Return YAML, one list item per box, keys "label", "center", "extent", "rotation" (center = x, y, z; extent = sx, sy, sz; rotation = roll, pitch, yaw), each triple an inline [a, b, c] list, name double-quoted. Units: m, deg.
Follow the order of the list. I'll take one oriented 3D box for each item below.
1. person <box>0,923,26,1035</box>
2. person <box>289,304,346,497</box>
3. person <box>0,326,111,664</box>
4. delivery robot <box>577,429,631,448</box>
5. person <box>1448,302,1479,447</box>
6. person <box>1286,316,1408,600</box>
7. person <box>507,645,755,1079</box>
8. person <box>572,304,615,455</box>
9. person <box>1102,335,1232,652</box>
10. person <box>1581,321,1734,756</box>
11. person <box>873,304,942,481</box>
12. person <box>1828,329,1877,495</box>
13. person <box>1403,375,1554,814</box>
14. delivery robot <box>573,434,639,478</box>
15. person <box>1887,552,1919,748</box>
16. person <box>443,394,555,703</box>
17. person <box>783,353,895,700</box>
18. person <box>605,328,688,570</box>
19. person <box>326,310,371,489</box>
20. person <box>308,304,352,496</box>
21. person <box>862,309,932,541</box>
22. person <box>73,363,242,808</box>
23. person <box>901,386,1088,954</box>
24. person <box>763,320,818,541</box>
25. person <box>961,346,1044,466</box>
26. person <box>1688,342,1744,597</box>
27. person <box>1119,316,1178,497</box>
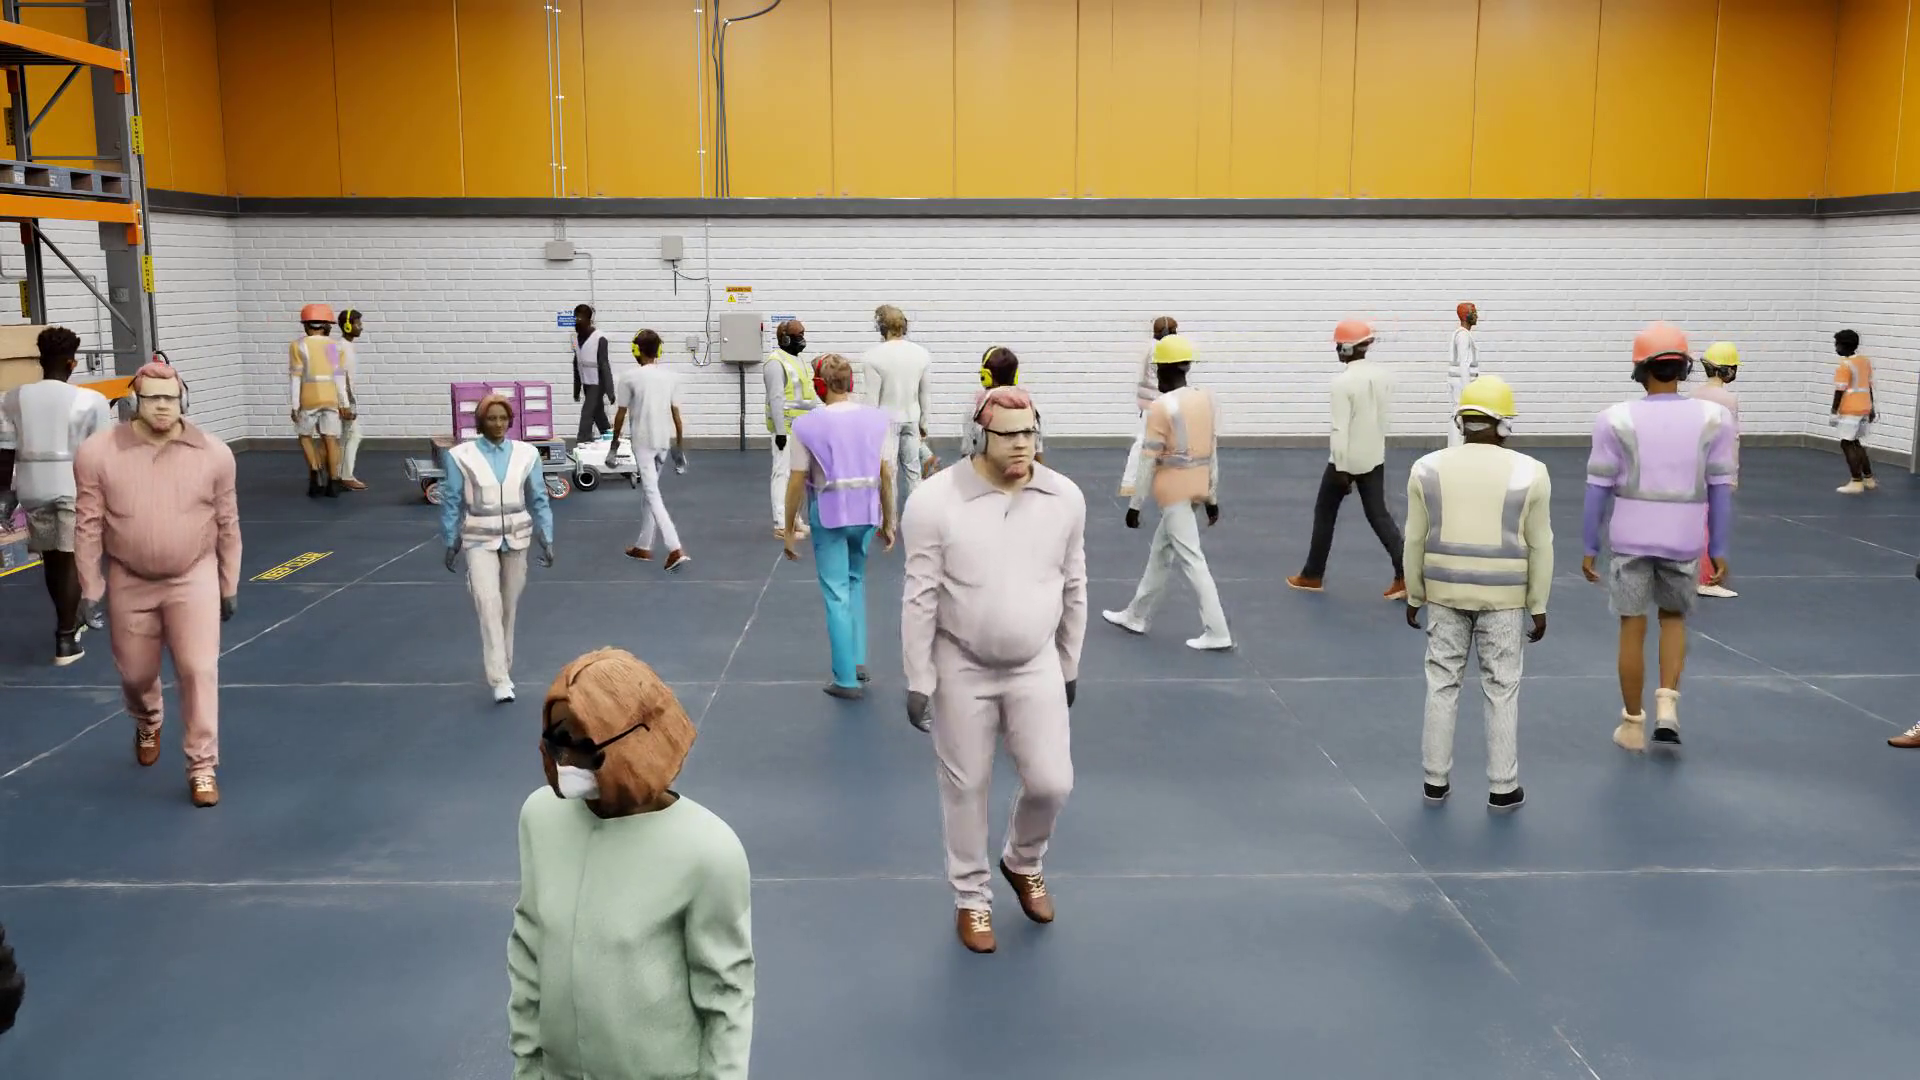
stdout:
- label: "person"
  center: [-1.030, 1.151, 1.708]
  extent: [0.530, 1.695, 0.321]
  rotation: [-2, 10, -15]
- label: "person"
  center: [-6.370, -1.373, 16.506]
  extent: [0.591, 1.913, 0.467]
  rotation: [-8, 12, -41]
- label: "person"
  center: [-5.250, -0.284, 9.806]
  extent: [0.624, 1.923, 0.915]
  rotation: [-1, 9, -8]
- label: "delivery robot"
  center: [-3.701, -0.933, 17.689]
  extent: [0.707, 0.478, 0.477]
  rotation: [-4, 10, -23]
- label: "person"
  center: [5.780, -1.778, 19.089]
  extent: [0.346, 1.883, 0.584]
  rotation: [2, 9, 10]
- label: "person"
  center: [2.754, -0.561, 11.436]
  extent: [0.611, 1.958, 1.004]
  rotation: [-7, 11, -36]
- label: "person"
  center: [-0.589, 0.984, 2.925]
  extent: [0.499, 1.633, 0.279]
  rotation: [5, 10, 27]
- label: "person"
  center: [-4.257, -1.737, 18.930]
  extent: [1.023, 1.855, 0.651]
  rotation: [-9, 13, -43]
- label: "person"
  center: [1.268, -0.290, 9.992]
  extent: [0.983, 1.871, 0.608]
  rotation: [8, 12, 39]
- label: "person"
  center: [3.227, 0.000, 7.759]
  extent: [0.631, 2.023, 0.428]
  rotation: [2, 9, 11]
- label: "person"
  center: [-0.655, -1.542, 17.600]
  extent: [0.867, 1.912, 0.631]
  rotation: [0, 9, -1]
- label: "person"
  center: [8.970, -1.290, 16.736]
  extent: [0.553, 1.662, 0.408]
  rotation: [-7, 12, -38]
- label: "person"
  center: [2.166, 0.226, 6.970]
  extent: [0.599, 1.827, 0.403]
  rotation: [5, 10, 27]
- label: "delivery robot"
  center: [-3.623, -0.847, 17.163]
  extent: [0.707, 0.478, 0.477]
  rotation: [-2, 9, -13]
- label: "person"
  center: [4.650, 0.083, 7.614]
  extent: [0.409, 1.909, 0.640]
  rotation: [-3, 10, -18]
- label: "person"
  center: [-2.379, 0.050, 8.702]
  extent: [0.545, 1.602, 0.782]
  rotation: [-6, 11, -32]
- label: "person"
  center: [-0.656, -0.076, 8.834]
  extent: [0.595, 1.821, 0.573]
  rotation: [-6, 11, -32]
- label: "person"
  center: [-2.334, -0.692, 12.648]
  extent: [0.949, 1.827, 0.522]
  rotation: [9, 13, 44]
- label: "person"
  center: [-6.338, -1.433, 17.096]
  extent: [0.435, 1.855, 0.528]
  rotation: [-3, 10, -20]
- label: "person"
  center: [-6.340, -1.395, 16.638]
  extent: [0.577, 1.924, 0.529]
  rotation: [6, 11, 31]
- label: "person"
  center: [-0.530, -0.955, 13.880]
  extent: [0.635, 1.936, 0.355]
  rotation: [-5, 11, -30]
- label: "person"
  center: [-3.450, 0.166, 7.197]
  extent: [0.649, 1.878, 0.809]
  rotation: [-4, 10, -24]
- label: "person"
  center: [0.123, 0.436, 5.512]
  extent: [0.661, 1.894, 0.415]
  rotation: [-2, 10, -13]
- label: "person"
  center: [-1.412, -0.928, 14.011]
  extent: [0.429, 1.845, 0.621]
  rotation: [2, 10, 15]
- label: "person"
  center: [0.159, -0.169, 9.395]
  extent: [0.507, 1.833, 0.906]
  rotation: [-7, 12, -37]
- label: "person"
  center: [5.225, -0.489, 11.549]
  extent: [0.310, 1.768, 0.533]
  rotation: [-2, 9, -10]
- label: "person"
  center: [2.028, -1.314, 16.529]
  extent: [0.945, 1.792, 0.634]
  rotation: [0, 9, 1]
